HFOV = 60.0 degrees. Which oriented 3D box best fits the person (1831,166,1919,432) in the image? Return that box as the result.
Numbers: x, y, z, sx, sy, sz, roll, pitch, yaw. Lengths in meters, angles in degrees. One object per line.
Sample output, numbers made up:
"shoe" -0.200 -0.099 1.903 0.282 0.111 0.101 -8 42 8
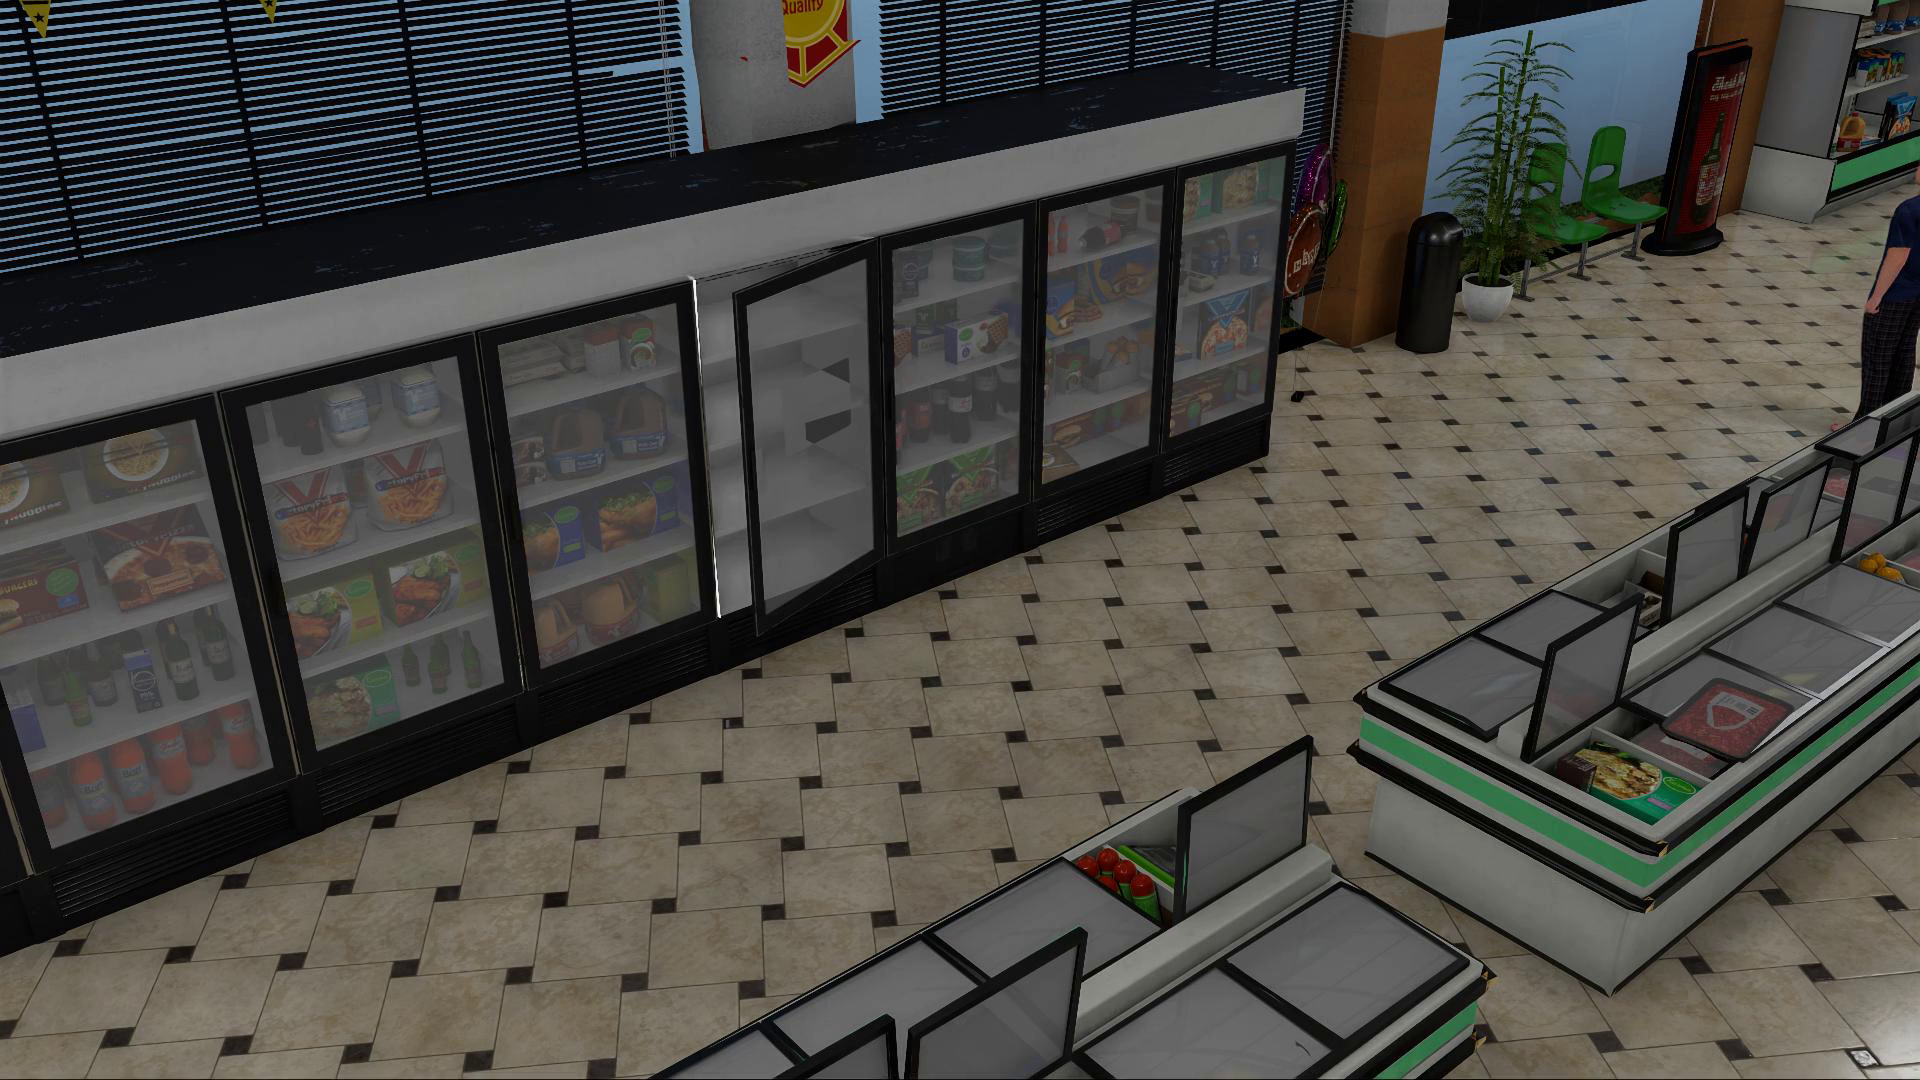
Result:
"person" 5.913 -1.541 10.438 0.572 1.871 0.774 -12 29 -22
